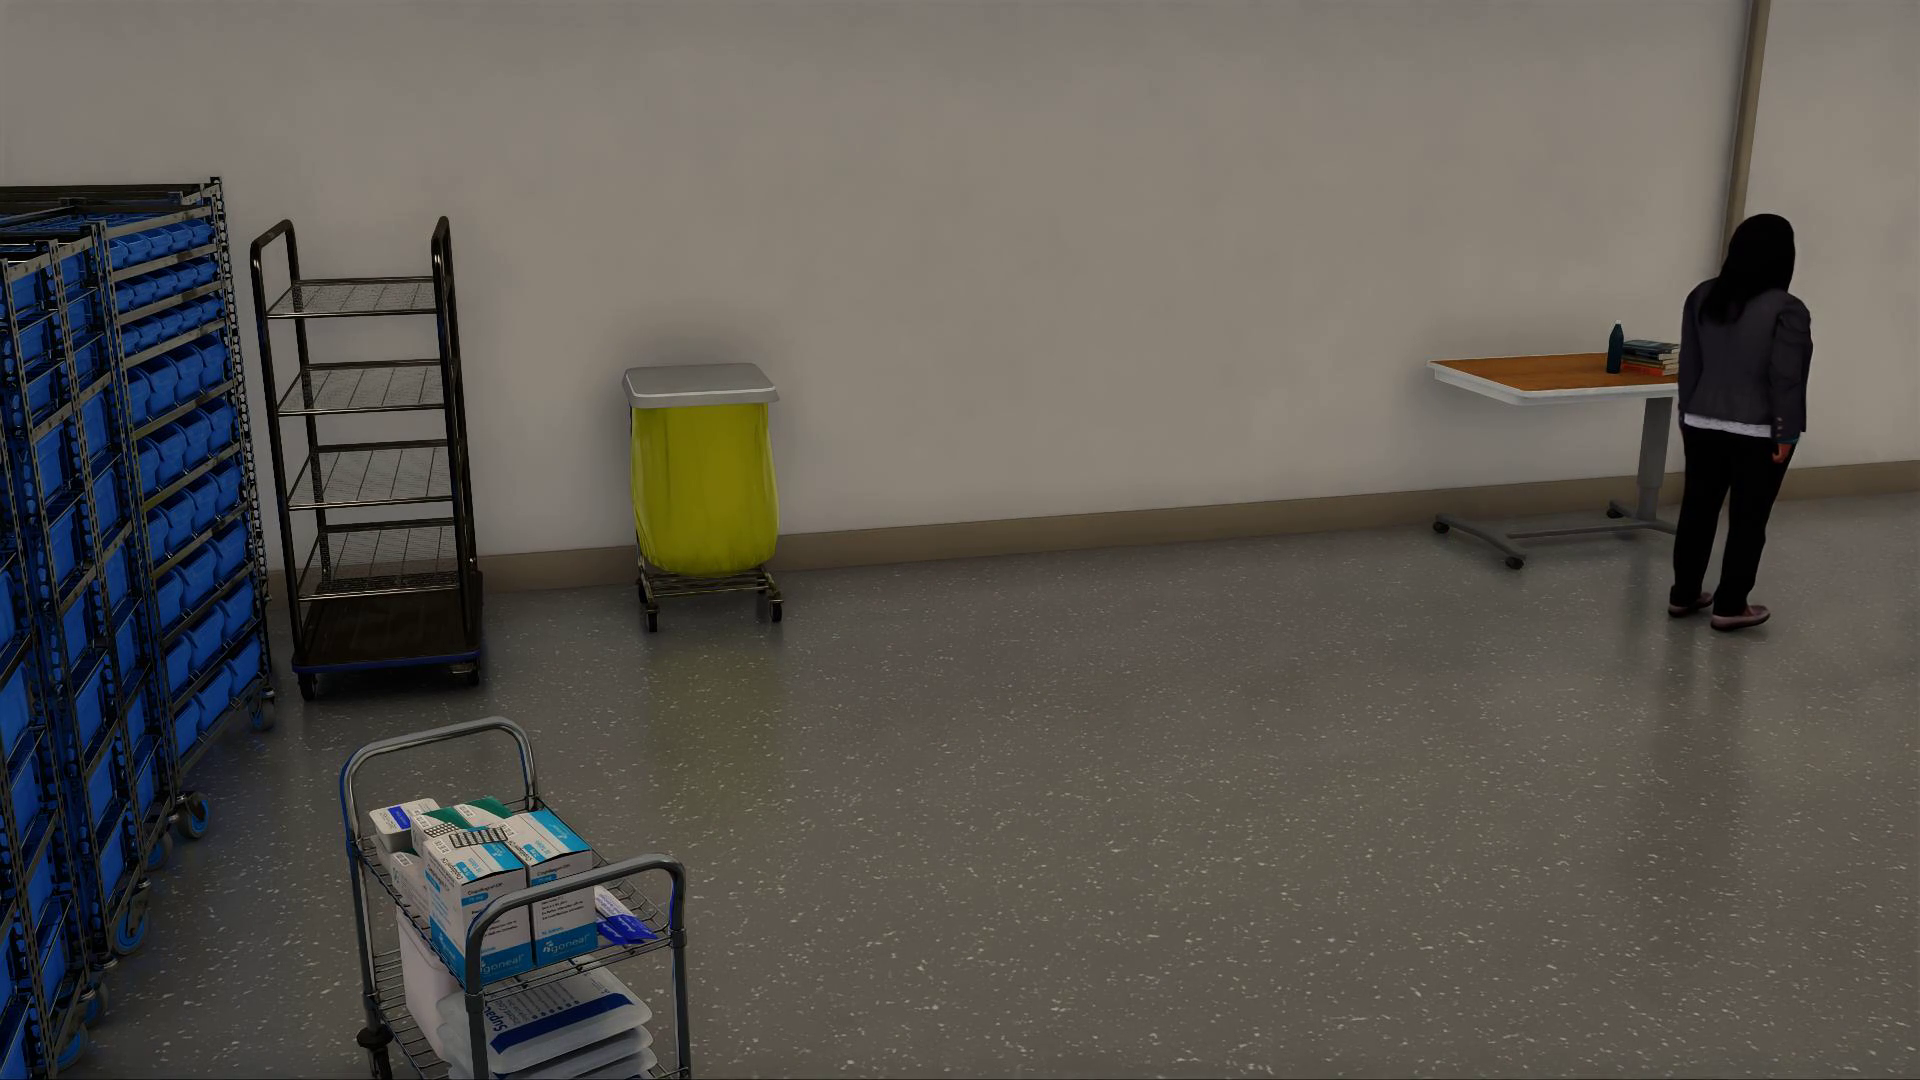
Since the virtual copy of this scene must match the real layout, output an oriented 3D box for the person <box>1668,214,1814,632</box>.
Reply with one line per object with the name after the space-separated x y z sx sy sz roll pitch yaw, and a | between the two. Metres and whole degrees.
2.995 -0.448 6.412 0.748 1.599 0.743 -9 18 -30 | person
